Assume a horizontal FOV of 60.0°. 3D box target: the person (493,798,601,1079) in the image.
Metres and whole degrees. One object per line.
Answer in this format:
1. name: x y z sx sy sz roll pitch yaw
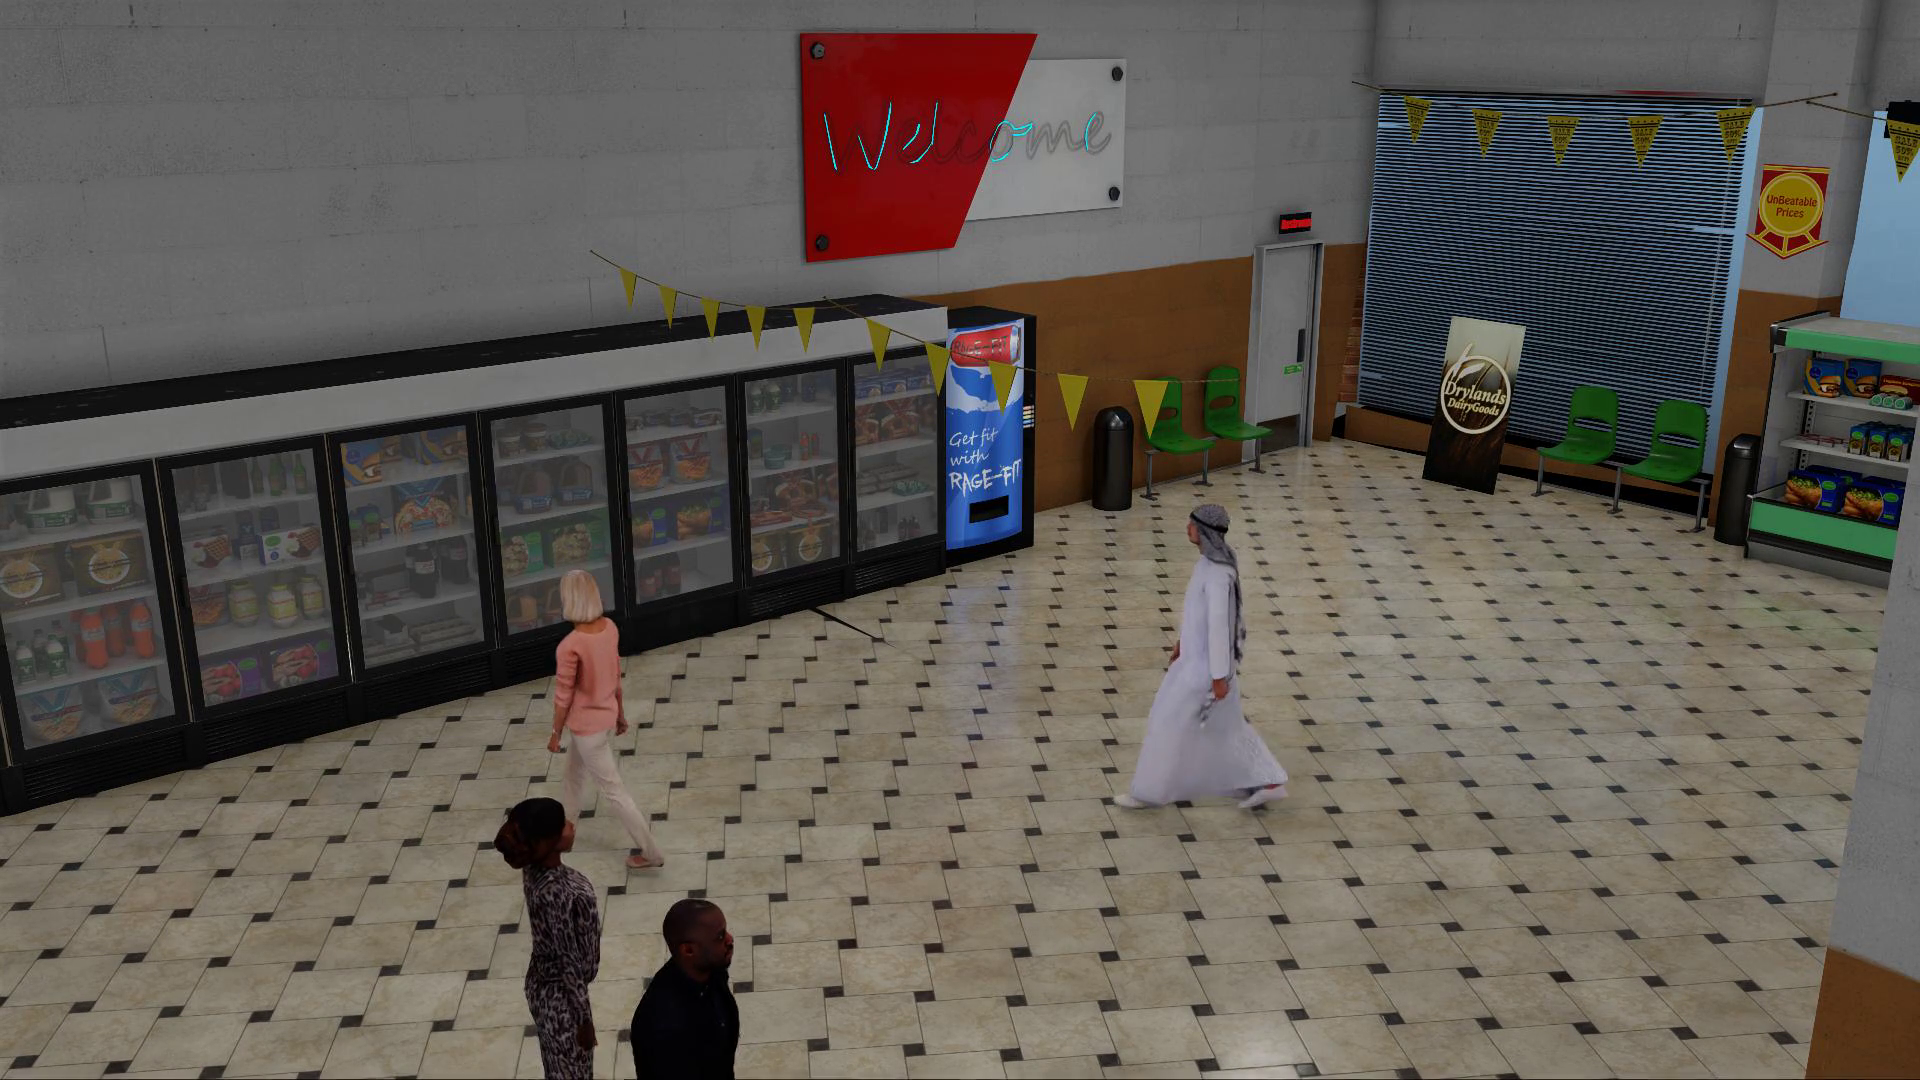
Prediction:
1. person: -1.540 1.777 6.420 0.698 1.709 0.595 -8 19 -24

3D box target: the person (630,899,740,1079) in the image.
1. person: -0.981 2.028 5.478 1.317 1.776 1.136 5 18 17

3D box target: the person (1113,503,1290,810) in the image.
1. person: 1.522 0.721 9.597 1.314 1.884 1.175 3 17 9

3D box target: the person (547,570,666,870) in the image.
1. person: -1.918 1.017 8.972 1.212 1.680 0.958 7 18 22
